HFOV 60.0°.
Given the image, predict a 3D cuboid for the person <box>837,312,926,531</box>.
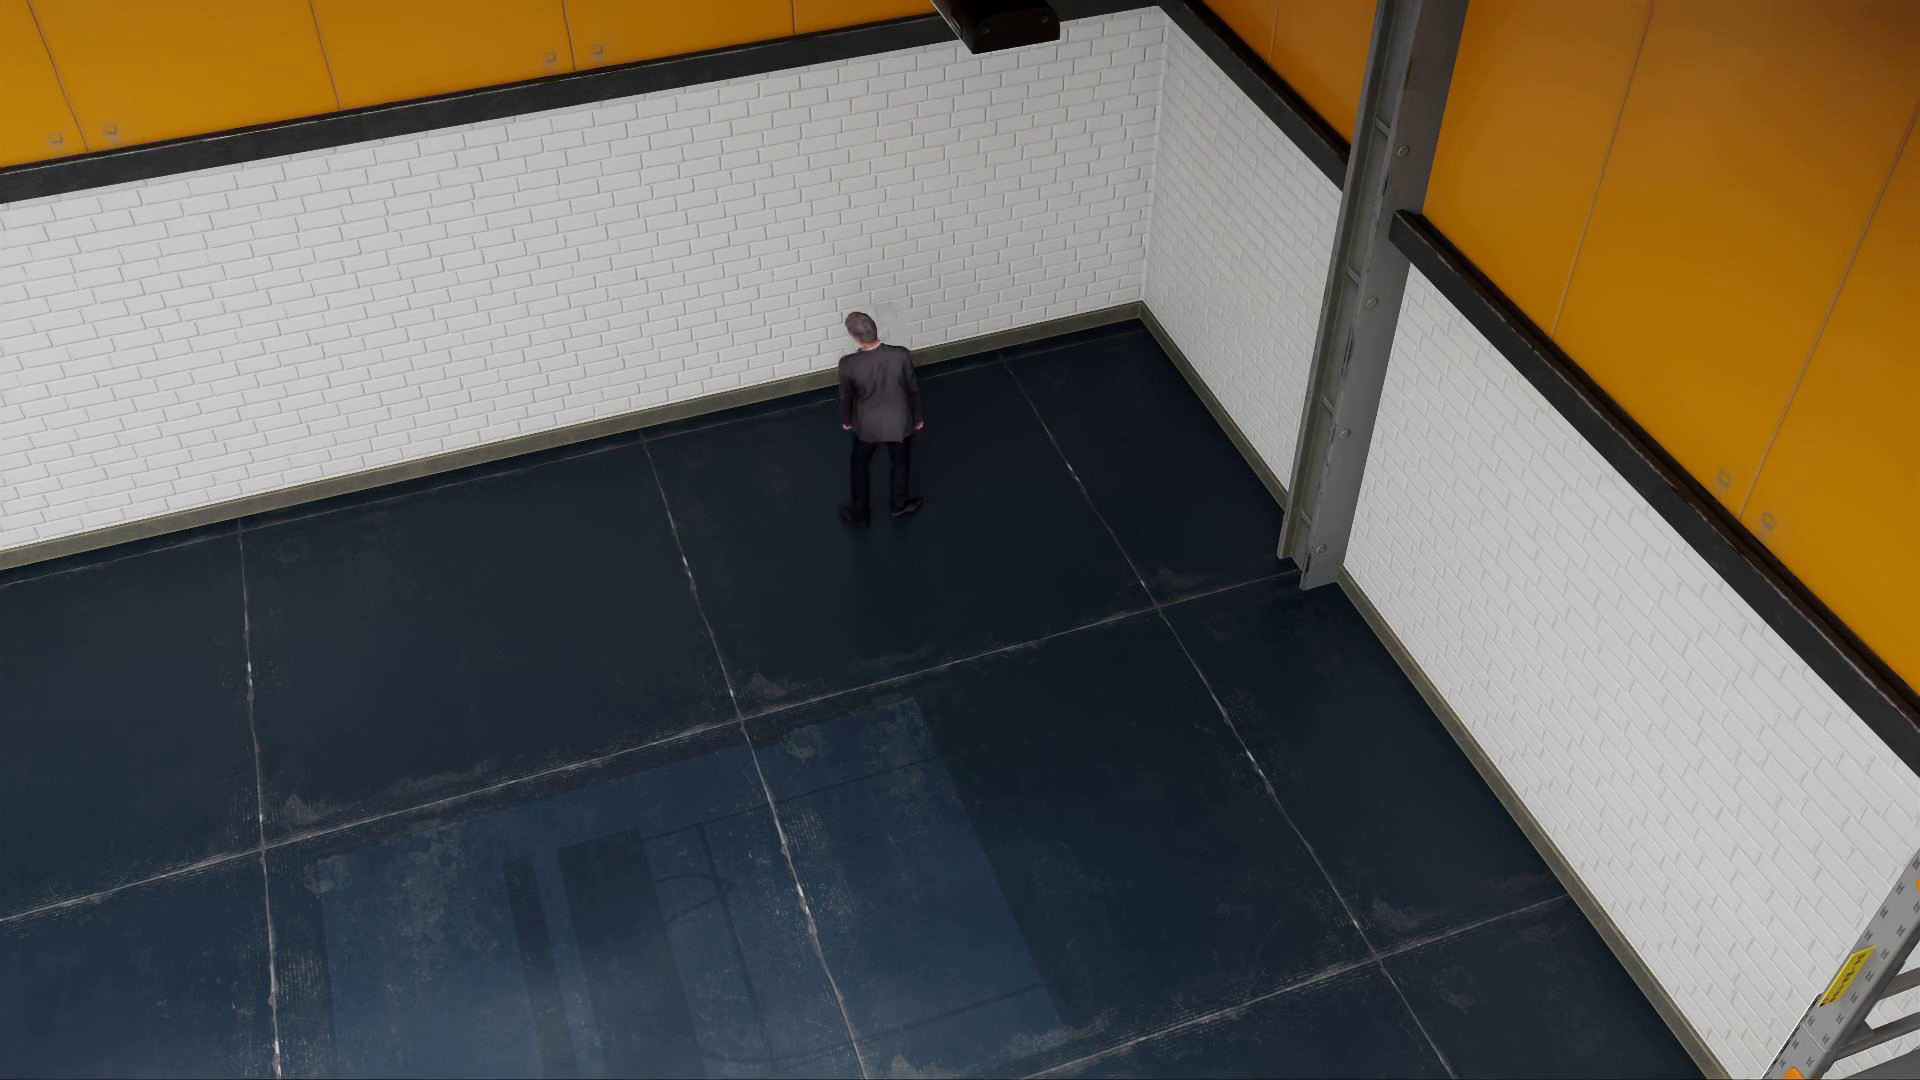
[{"bbox_3d":[-0.511,-0.843,11.693,0.883,1.812,0.775,10,45,11],"label":"person"}]
